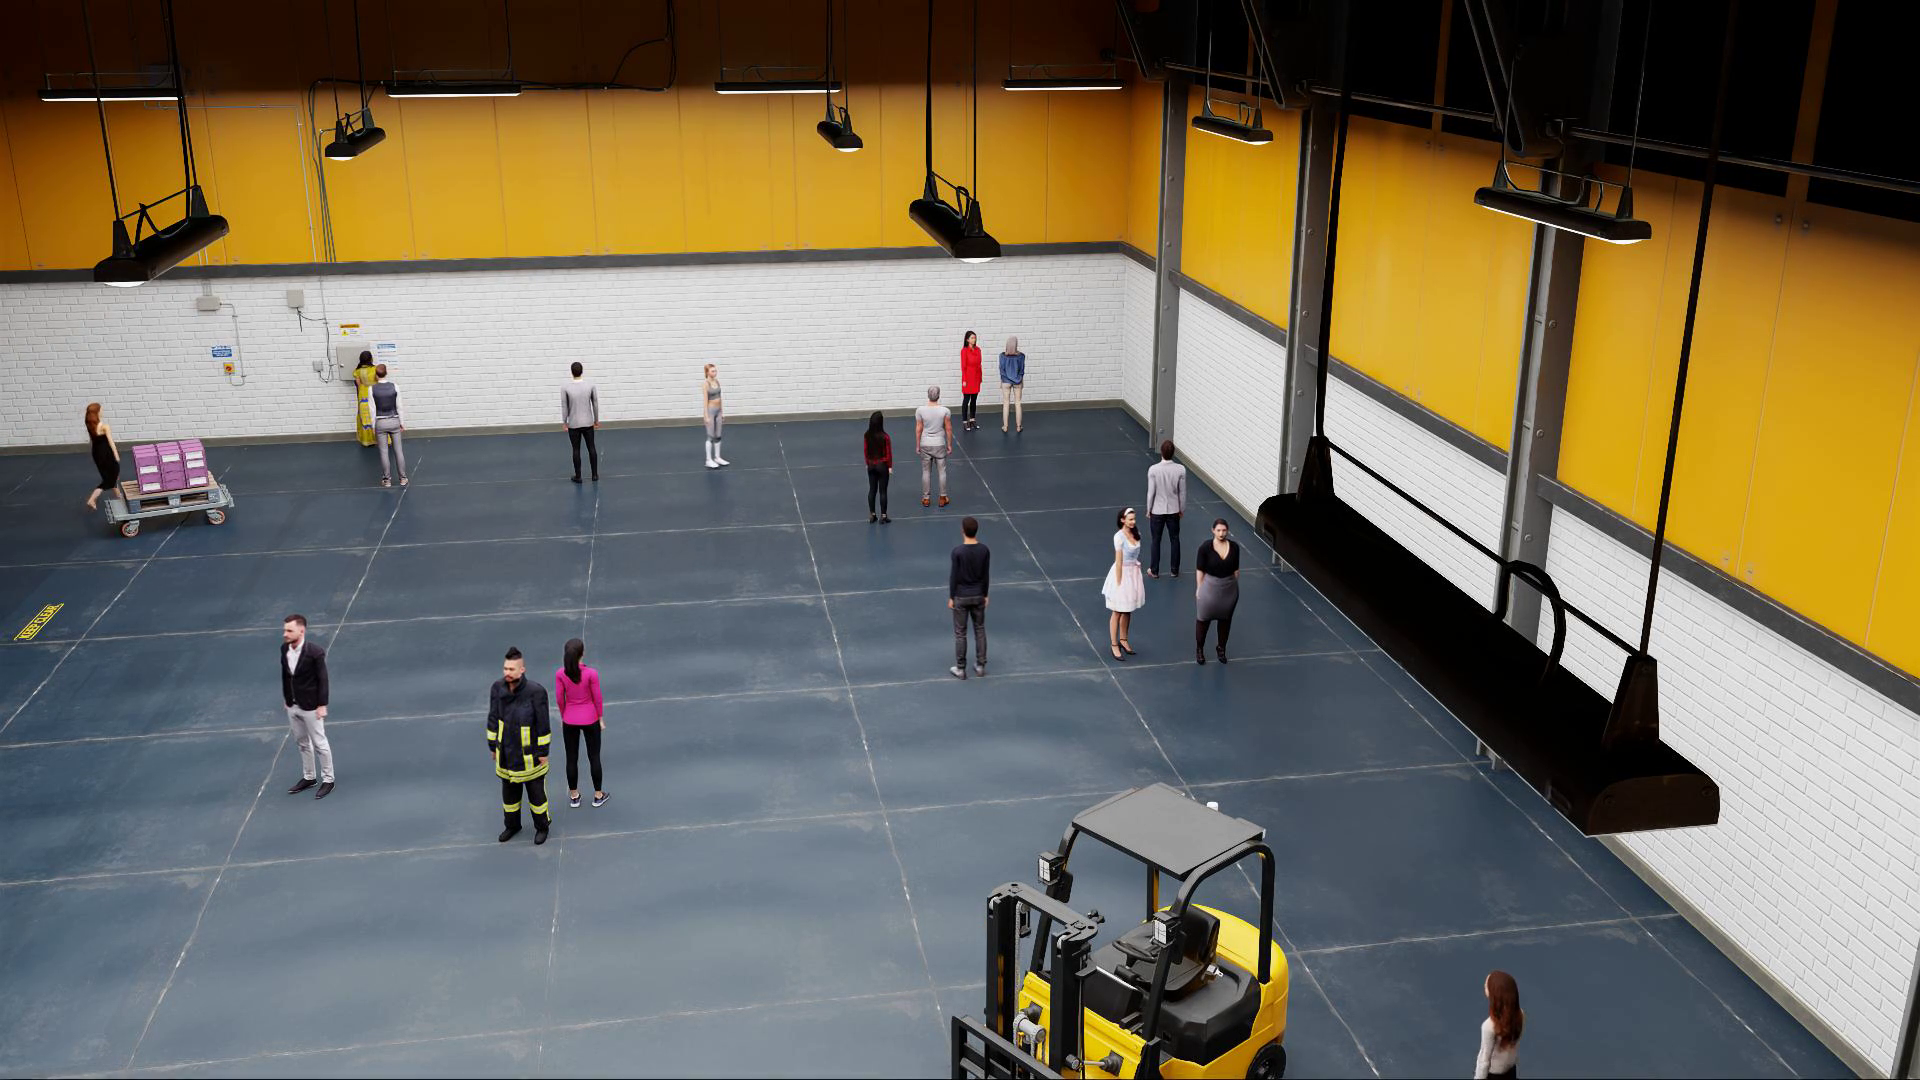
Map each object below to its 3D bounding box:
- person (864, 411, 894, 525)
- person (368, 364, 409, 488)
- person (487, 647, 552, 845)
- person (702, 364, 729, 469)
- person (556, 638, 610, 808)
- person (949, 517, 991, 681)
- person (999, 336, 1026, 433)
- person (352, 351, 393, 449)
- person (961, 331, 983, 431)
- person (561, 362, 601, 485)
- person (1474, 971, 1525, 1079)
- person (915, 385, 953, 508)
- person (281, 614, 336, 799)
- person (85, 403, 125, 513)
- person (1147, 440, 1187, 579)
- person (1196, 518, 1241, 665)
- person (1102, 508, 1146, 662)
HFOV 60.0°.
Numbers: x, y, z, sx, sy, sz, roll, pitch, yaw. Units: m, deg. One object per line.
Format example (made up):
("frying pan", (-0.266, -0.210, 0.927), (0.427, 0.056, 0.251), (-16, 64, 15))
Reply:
("person", (-1.189, -1.053, 24.107), (0.665, 1.657, 0.689), (8, 20, 24))
("person", (-8.912, -1.805, 25.898), (0.704, 1.938, 0.644), (-8, 20, -22))
("person", (-4.003, 1.856, 15.149), (0.843, 1.860, 0.822), (3, 19, 9))
("person", (-4.009, -2.028, 26.933), (0.712, 1.702, 0.647), (12, 22, 31))
("person", (-3.600, 1.726, 15.788), (0.622, 1.699, 0.621), (0, 19, 1))
("person", (0.108, 0.651, 18.718), (0.671, 1.867, 0.617), (-8, 20, -22))
("person", (0.909, -2.734, 29.035), (0.642, 1.697, 0.597), (-1, 19, -2))
("person", (-9.920, -2.381, 28.045), (0.935, 1.661, 0.885), (2, 19, 5))
("person", (0.190, -2.808, 29.176), (0.728, 1.748, 0.765), (-16, 24, -40))
("person", (-5.937, -1.849, 26.052), (0.798, 1.923, 0.730), (-8, 20, -23))
("person", (3.554, 3.516, 10.827), (0.714, 1.474, 0.821), (-13, 23, -34))
("person", (-0.401, -1.408, 24.894), (0.738, 1.828, 0.625), (1, 19, 2))
("person", (-6.293, 1.571, 16.021), (0.740, 1.844, 0.748), (8, 20, 22))
("person", (-12.763, -1.207, 24.662), (0.954, 1.594, 1.101), (9, 21, 25))
("person", (2.706, -0.408, 21.886), (0.690, 1.853, 0.593), (-2, 19, -5))
("person", (2.952, 0.580, 19.100), (0.671, 1.758, 0.615), (-2, 19, -7))
("person", (1.907, 0.495, 19.269), (0.912, 1.811, 0.858), (15, 24, 38))
